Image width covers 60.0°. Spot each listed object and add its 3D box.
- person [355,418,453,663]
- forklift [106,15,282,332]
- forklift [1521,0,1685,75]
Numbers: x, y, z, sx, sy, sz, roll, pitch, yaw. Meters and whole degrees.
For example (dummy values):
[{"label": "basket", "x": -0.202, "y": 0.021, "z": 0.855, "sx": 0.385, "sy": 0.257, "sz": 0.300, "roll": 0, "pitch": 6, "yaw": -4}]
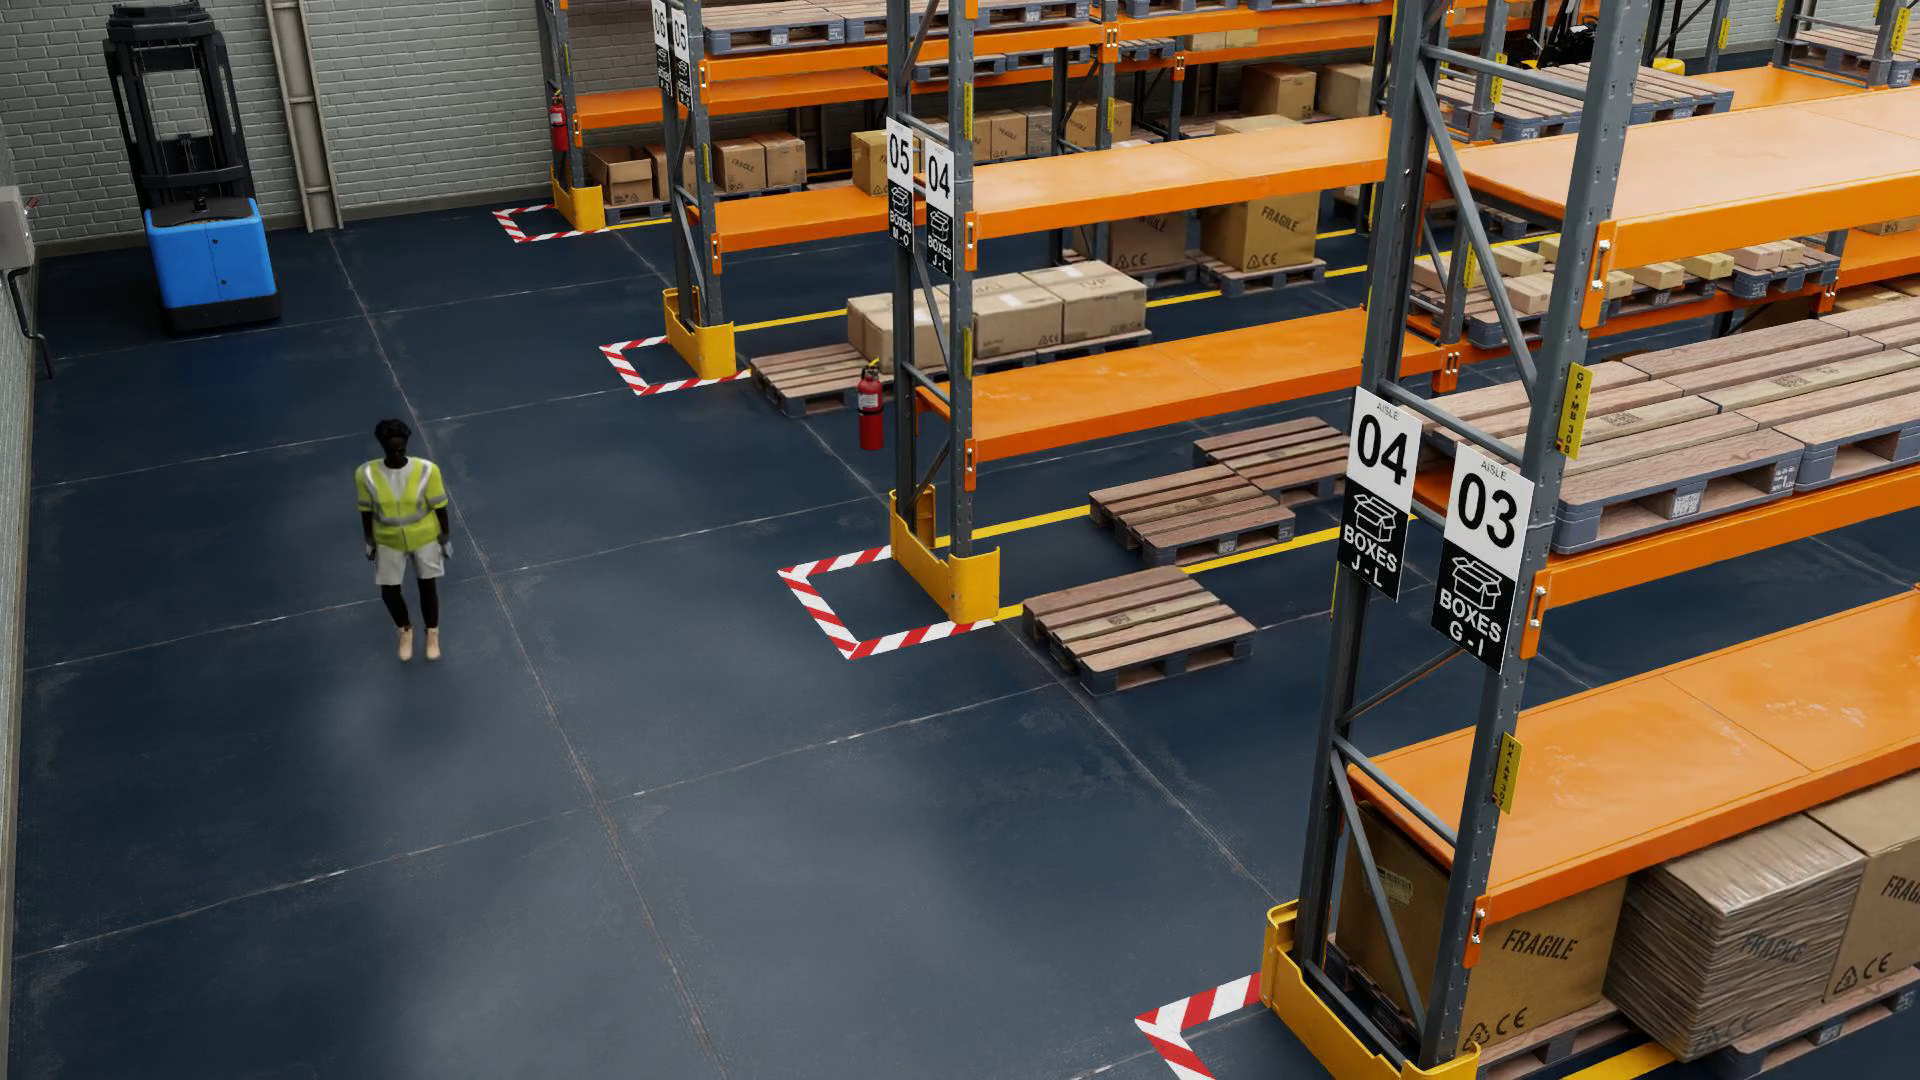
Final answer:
[{"label": "person", "x": -3.483, "y": 0.017, "z": 10.514, "sx": 0.553, "sy": 1.686, "sz": 0.399, "roll": -7, "pitch": 28, "yaw": -14}, {"label": "forklift", "x": -7.548, "y": -3.672, "z": 16.323, "sx": 1.129, "sy": 2.768, "sz": 1.873, "roll": -12, "pitch": 30, "yaw": -22}, {"label": "forklift", "x": 8.950, "y": -6.807, "z": 23.056, "sx": 1.214, "sy": 2.155, "sz": 2.313, "roll": -12, "pitch": 30, "yaw": -22}]
